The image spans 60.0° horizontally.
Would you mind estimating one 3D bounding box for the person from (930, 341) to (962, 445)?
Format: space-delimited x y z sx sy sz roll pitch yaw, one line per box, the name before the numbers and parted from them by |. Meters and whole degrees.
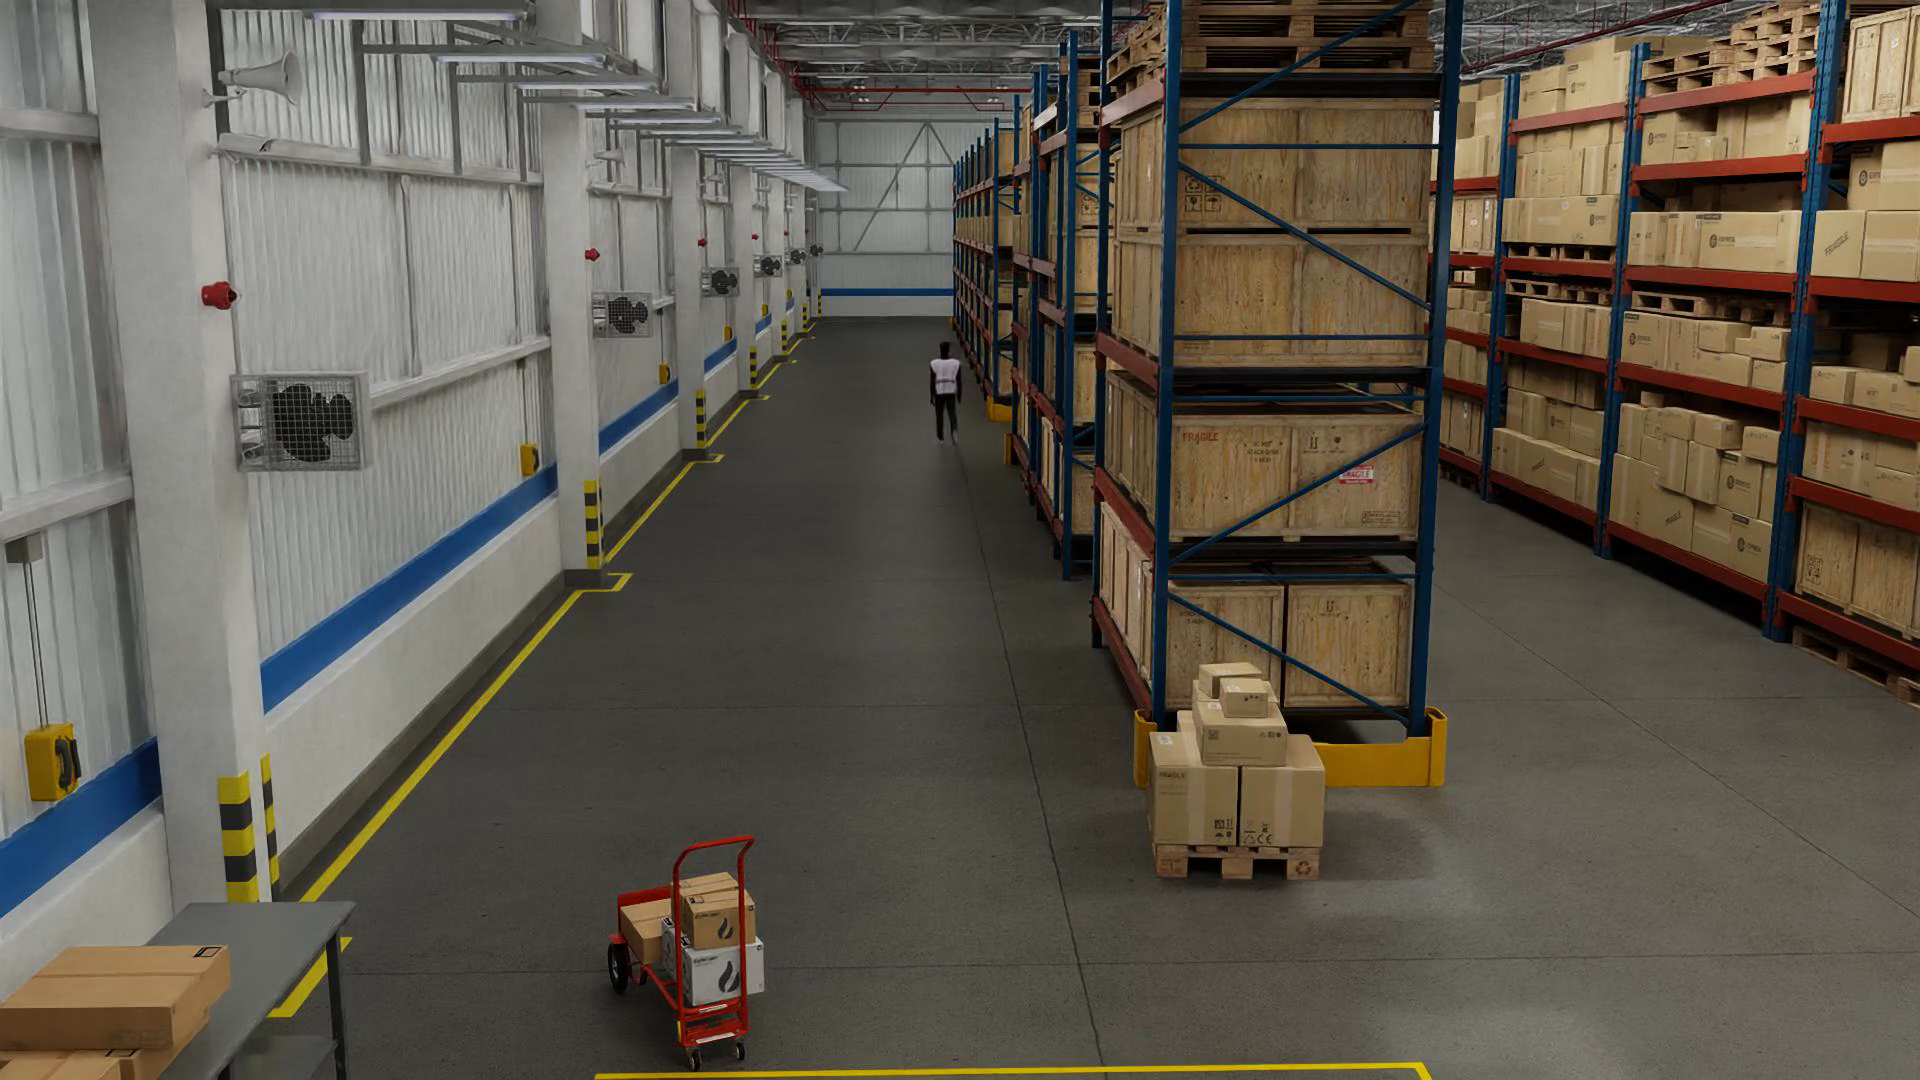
person | -0.247 -2.686 30.417 0.597 1.896 0.822 -2 11 -13
